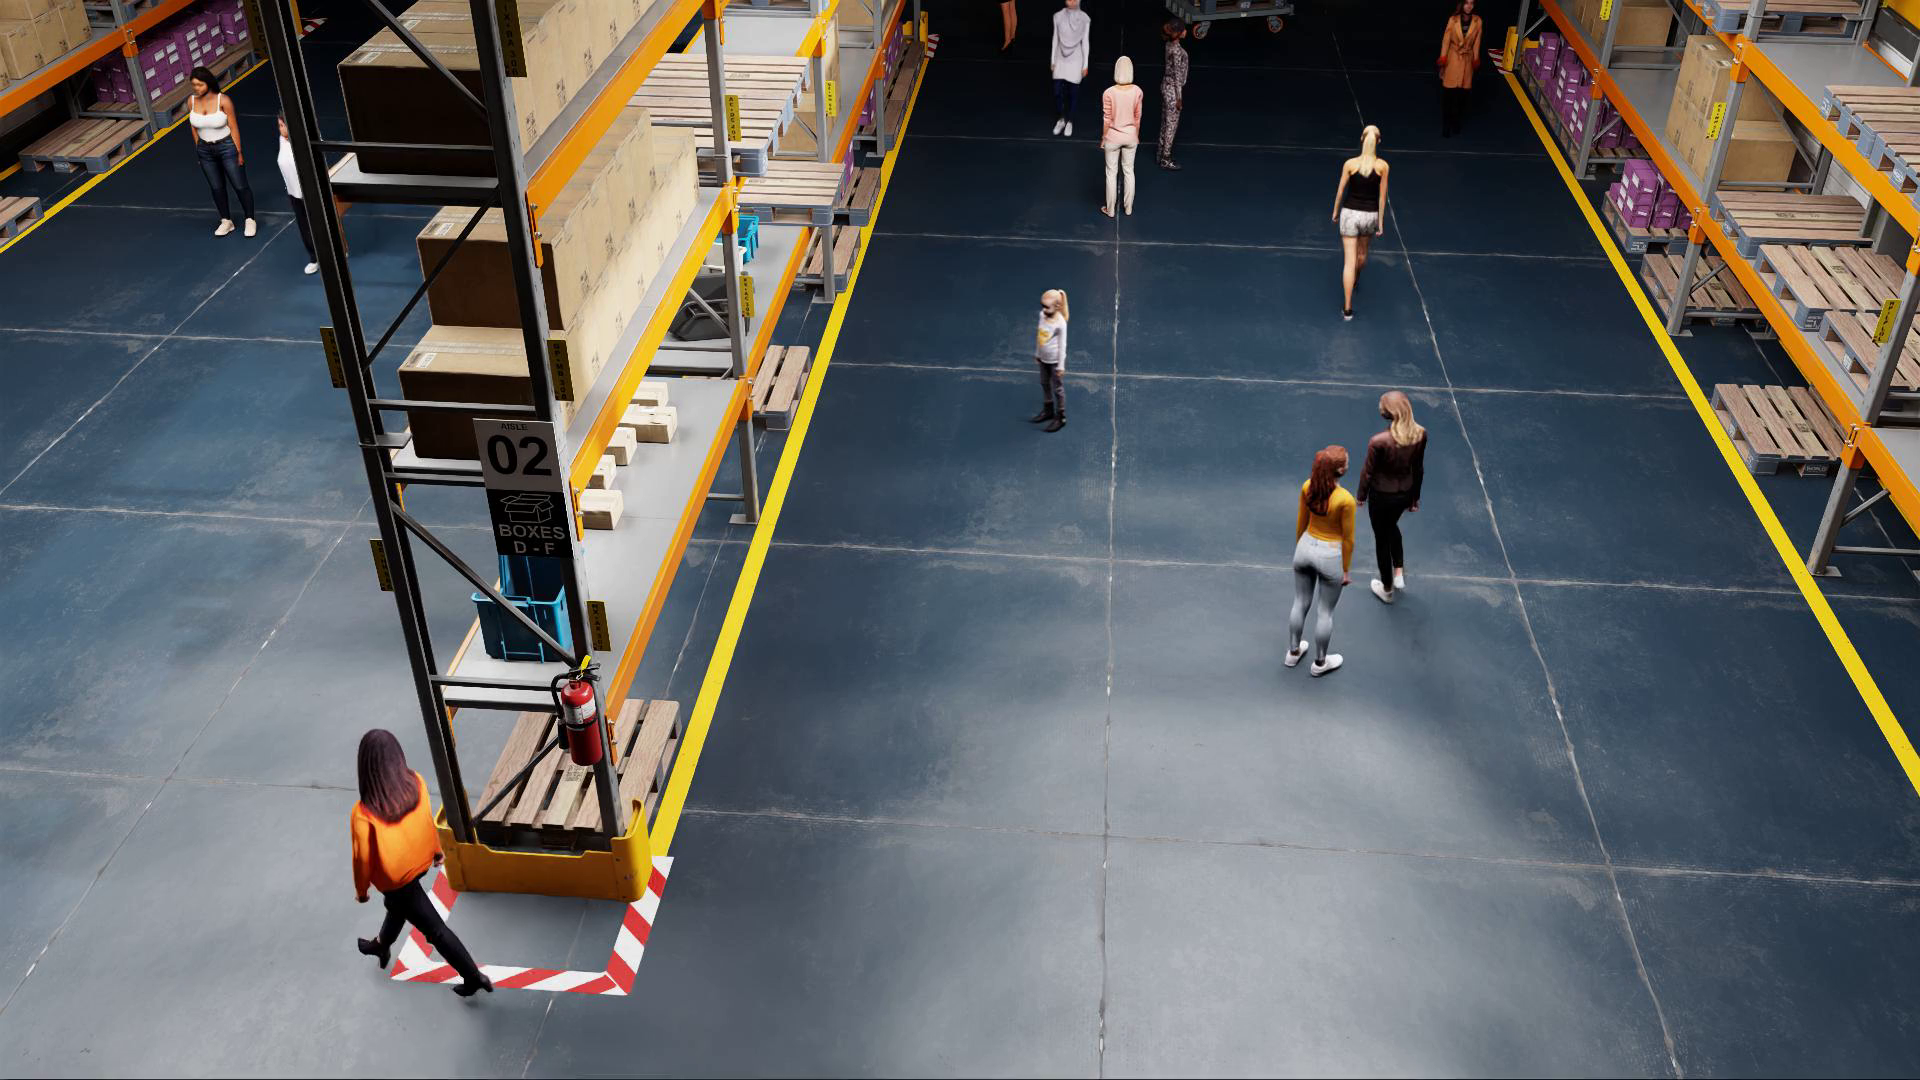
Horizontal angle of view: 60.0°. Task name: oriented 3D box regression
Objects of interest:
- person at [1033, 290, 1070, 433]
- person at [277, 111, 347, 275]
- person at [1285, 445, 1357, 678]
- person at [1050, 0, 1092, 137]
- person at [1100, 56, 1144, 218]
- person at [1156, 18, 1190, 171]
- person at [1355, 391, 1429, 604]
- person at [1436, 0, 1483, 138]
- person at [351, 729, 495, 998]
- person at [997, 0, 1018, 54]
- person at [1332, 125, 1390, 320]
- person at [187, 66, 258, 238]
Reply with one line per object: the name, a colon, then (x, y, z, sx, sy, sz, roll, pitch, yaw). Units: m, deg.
person: (0.788, -1.534, 14.015, 0.620, 1.273, 0.553, -22, 39, -29)
person: (-6.475, -3.501, 16.612, 0.776, 1.674, 0.828, 15, 36, 21)
person: (2.400, 0.134, 11.075, 0.672, 1.750, 0.716, 27, 42, 35)
person: (1.330, -5.733, 19.888, 0.683, 1.766, 0.650, 8, 35, 13)
person: (1.714, -4.314, 17.790, 0.667, 1.725, 0.633, -8, 34, -12)
person: (2.419, -5.096, 18.976, 0.684, 1.714, 0.560, -4, 34, -6)
person: (3.062, -0.246, 11.706, 0.718, 1.685, 0.726, -11, 35, -16)
person: (5.927, -5.673, 19.850, 0.727, 1.708, 0.727, 7, 34, 11)
person: (-2.812, 1.772, 8.667, 0.898, 1.687, 1.126, 11, 35, 16)
person: (0.642, -7.551, 22.560, 0.709, 1.835, 0.574, 15, 36, 21)
person: (3.770, -2.989, 15.731, 0.709, 1.798, 1.164, 6, 34, 9)
person: (-7.705, -4.050, 17.321, 0.638, 1.805, 0.600, 1, 34, 2)
